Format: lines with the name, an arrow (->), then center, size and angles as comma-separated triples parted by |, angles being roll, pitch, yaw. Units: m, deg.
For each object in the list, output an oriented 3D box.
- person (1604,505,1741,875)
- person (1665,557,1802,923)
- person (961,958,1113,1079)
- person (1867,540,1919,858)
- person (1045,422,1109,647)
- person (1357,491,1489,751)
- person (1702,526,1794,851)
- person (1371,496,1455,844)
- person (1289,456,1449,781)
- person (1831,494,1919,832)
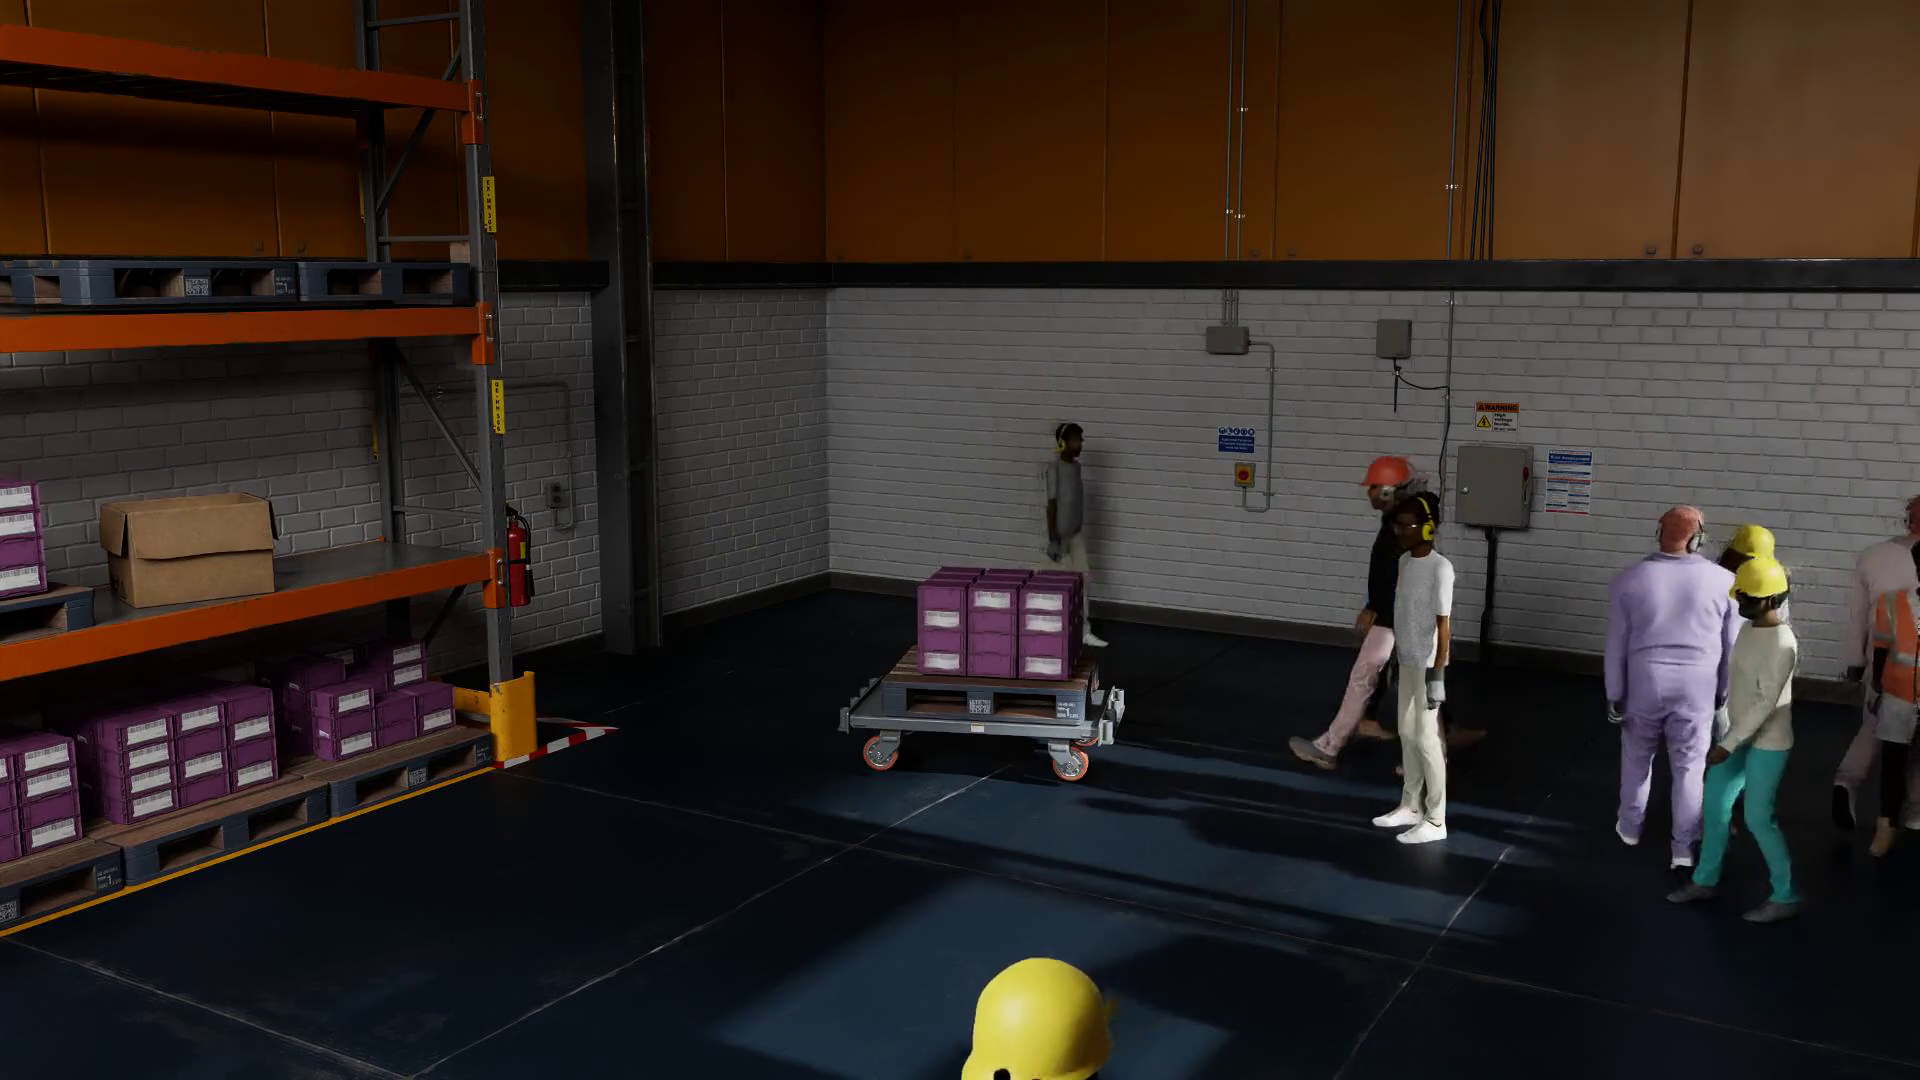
person -> 3.633, 0.748, 8.528 | 0.644, 1.869, 0.769 | 4, 10, 21
person -> 3.690, 0.937, 7.721 | 0.573, 1.740, 0.545 | 0, 9, 3
person -> 0.214, 1.621, 2.984 | 0.601, 1.891, 0.937 | 6, 11, 35
person -> 5.047, 0.809, 8.713 | 0.649, 1.679, 0.541 | -9, 13, -44
person -> 0.807, -0.054, 13.610 | 0.842, 1.841, 0.518 | 6, 11, 35
person -> 2.962, 0.515, 10.582 | 0.872, 1.647, 0.549 | 2, 9, 15
person -> 4.146, 0.780, 8.797 | 0.484, 1.707, 0.713 | 0, 9, 1
person -> 2.450, 0.687, 8.914 | 0.316, 1.858, 0.516 | -2, 9, -12
person -> 2.516, 0.468, 9.999 | 0.987, 1.938, 0.602 | 5, 10, 30
person -> 5.053, 0.680, 8.888 | 0.768, 1.883, 0.660 | -7, 11, -36
